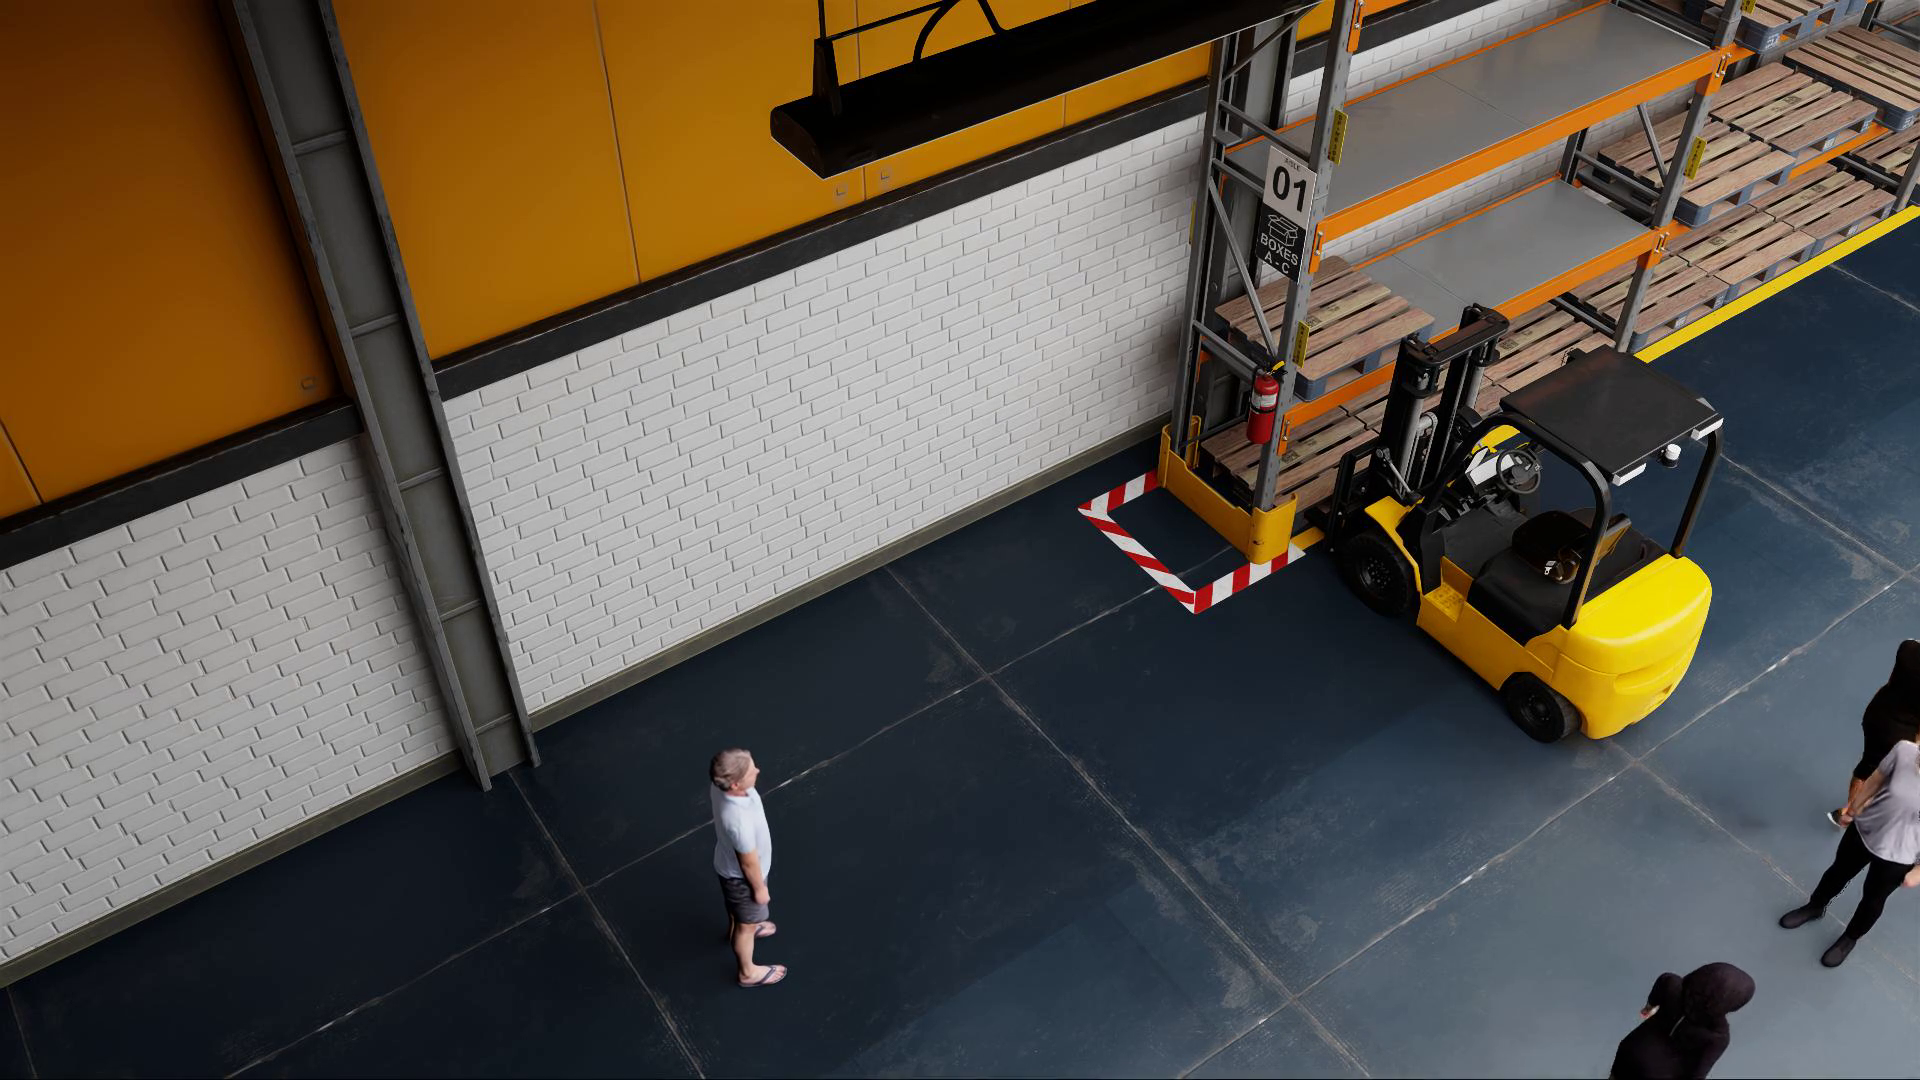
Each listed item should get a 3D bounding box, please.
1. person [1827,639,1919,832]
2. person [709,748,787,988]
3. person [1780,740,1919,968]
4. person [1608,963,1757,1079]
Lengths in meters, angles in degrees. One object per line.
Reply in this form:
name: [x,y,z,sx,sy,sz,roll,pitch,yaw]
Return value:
person: [5.476,1.106,9.872,0.815,1.640,0.762,-5,44,-5]
person: [-1.195,1.754,9.053,0.673,1.830,0.703,-9,44,-10]
person: [5.104,1.649,9.138,0.589,1.864,0.691,-20,47,-20]
person: [3.349,2.638,8.163,0.661,1.778,0.629,-27,50,-26]
